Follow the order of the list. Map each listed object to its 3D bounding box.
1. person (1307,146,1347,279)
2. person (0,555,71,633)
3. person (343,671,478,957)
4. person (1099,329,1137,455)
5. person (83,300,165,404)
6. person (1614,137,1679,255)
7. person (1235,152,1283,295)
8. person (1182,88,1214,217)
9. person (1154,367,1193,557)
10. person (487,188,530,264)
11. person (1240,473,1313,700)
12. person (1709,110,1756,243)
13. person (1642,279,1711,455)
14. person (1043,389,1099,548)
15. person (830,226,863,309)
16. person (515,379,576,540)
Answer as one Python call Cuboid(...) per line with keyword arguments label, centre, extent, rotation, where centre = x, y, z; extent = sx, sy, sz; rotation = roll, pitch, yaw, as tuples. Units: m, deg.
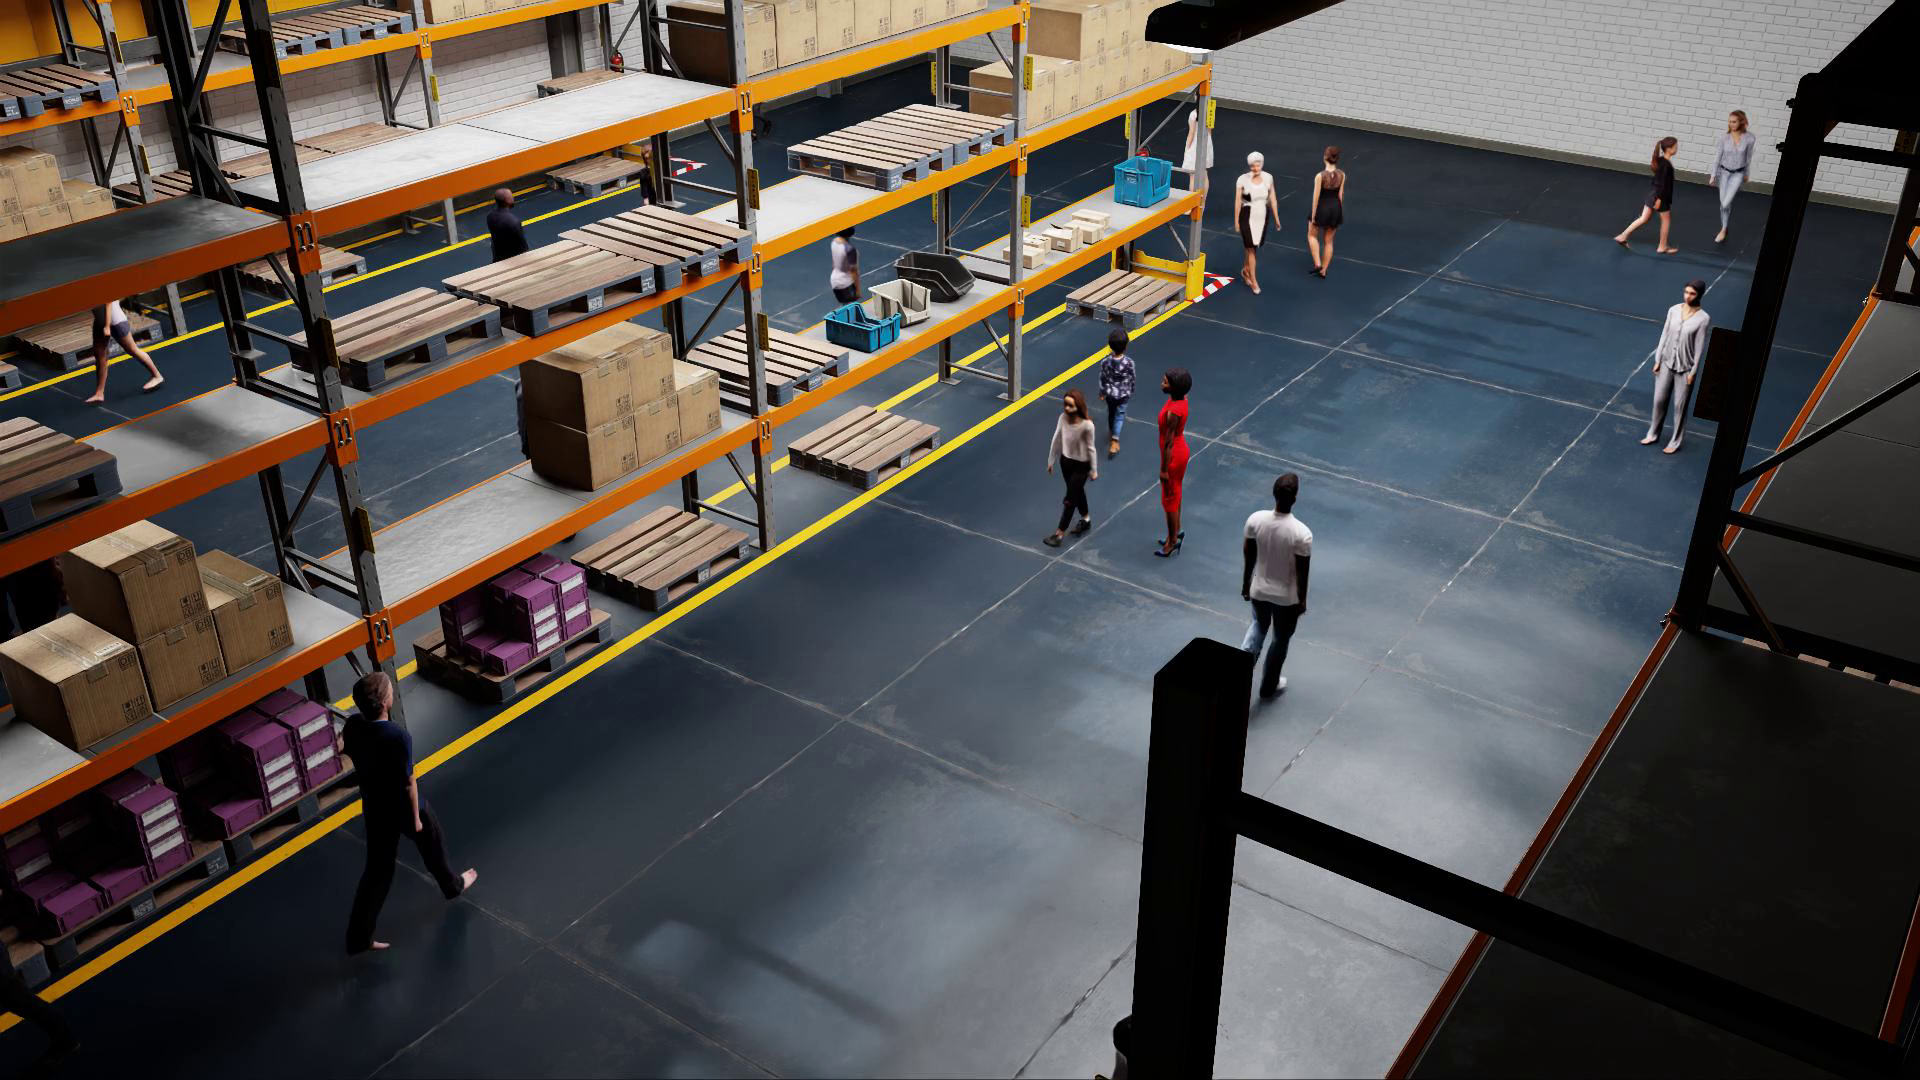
Cuboid(label="person", centre=(4.589, -4.039, 20.653), extent=(0.731, 1.670, 0.791), rotation=(-5, 29, -9))
Cuboid(label="person", centre=(-6.864, 0.342, 12.500), extent=(0.833, 1.788, 0.981), rotation=(5, 29, 9))
Cuboid(label="person", centre=(-3.489, 1.685, 10.007), extent=(0.843, 1.816, 1.292), rotation=(12, 31, 21))
Cuboid(label="person", centre=(1.545, -1.441, 16.354), extent=(0.631, 1.226, 0.894), rotation=(9, 30, 16))
Cuboid(label="person", centre=(-8.819, -2.291, 17.439), extent=(0.642, 1.679, 1.084), rotation=(17, 33, 28))
Cuboid(label="person", centre=(8.983, -4.470, 21.584), extent=(0.943, 1.535, 1.039), rotation=(2, 29, 4))
Cuboid(label="person", centre=(3.559, -3.929, 20.397), extent=(0.944, 1.722, 0.976), rotation=(-11, 31, -20))
Cuboid(label="person", centre=(3.300, -5.366, 22.976), extent=(0.695, 1.775, 0.801), rotation=(-18, 33, -29))
Cuboid(label="person", centre=(1.853, -0.677, 14.417), extent=(0.691, 1.740, 0.578), rotation=(5, 29, 8))
Cuboid(label="person", centre=(-5.108, -3.026, 18.658), extent=(0.830, 1.803, 0.793), rotation=(-20, 35, -33))
Cuboid(label="person", centre=(2.297, 0.403, 12.324), extent=(0.694, 1.848, 0.723), rotation=(21, 35, 33))
Cuboid(label="person", centre=(10.208, -4.784, 21.933), extent=(0.595, 1.752, 0.707), rotation=(14, 31, 23))
Cuboid(label="person", centre=(7.046, -1.717, 16.293), extent=(0.606, 1.770, 0.635), rotation=(-22, 35, -34))
Cuboid(label="person", centre=(1.068, -0.675, 14.716), extent=(0.645, 1.449, 0.948), rotation=(23, 36, 36))
Cuboid(label="person", centre=(-1.346, -2.865, 18.626), extent=(0.668, 1.551, 0.652), rotation=(-20, 35, -32))
Cuboid(label="person", centre=(-3.655, -0.875, 14.706), extent=(0.761, 1.811, 0.733), rotation=(4, 29, 8))
